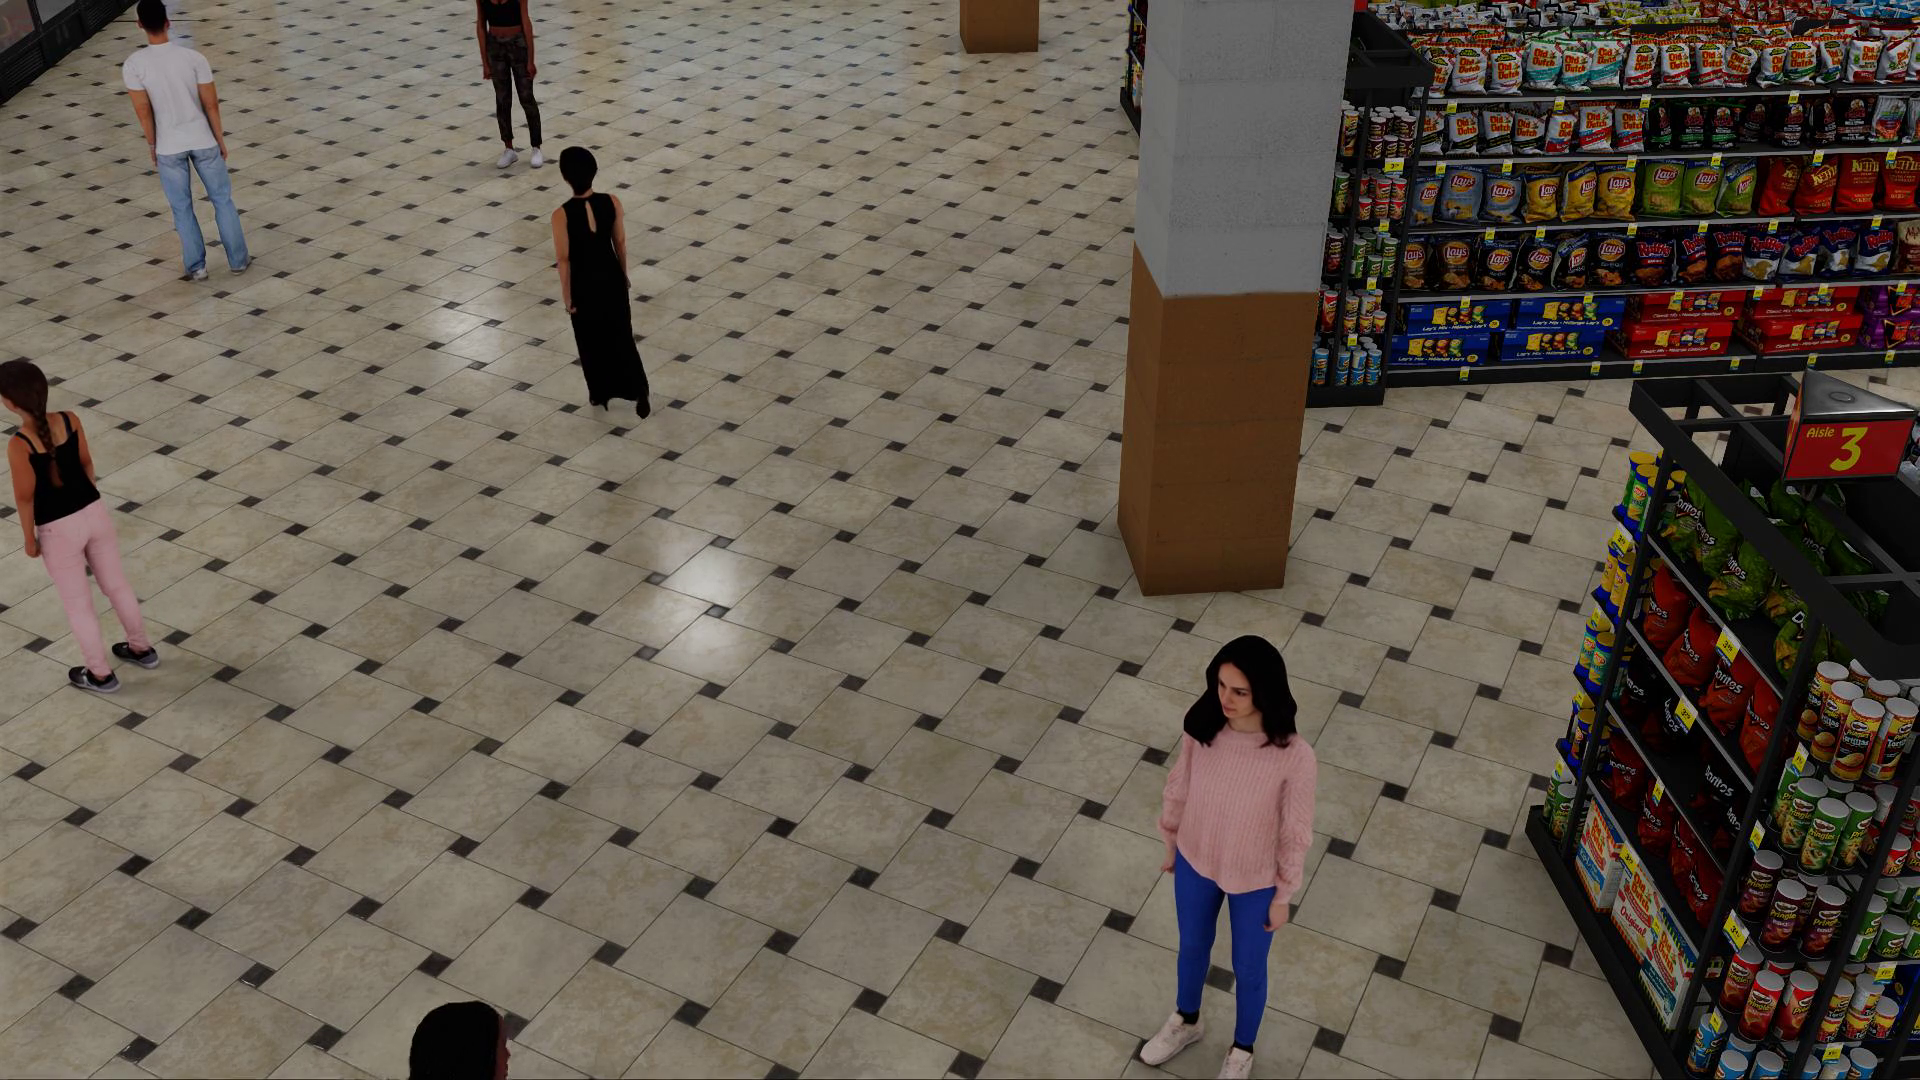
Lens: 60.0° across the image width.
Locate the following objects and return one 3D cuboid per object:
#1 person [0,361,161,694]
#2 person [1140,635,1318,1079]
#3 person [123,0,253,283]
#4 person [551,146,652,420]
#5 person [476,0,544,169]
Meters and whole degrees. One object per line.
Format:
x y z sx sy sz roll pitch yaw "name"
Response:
-3.771 -0.063 7.097 0.653 1.565 0.613 15 35 23 "person"
0.845 1.025 5.154 0.716 1.768 0.777 24 39 33 "person"
-5.084 -2.617 10.916 0.645 1.867 0.807 -15 35 -22 "person"
-1.965 -1.361 9.163 0.912 1.584 0.886 -20 37 -29 "person"
-3.491 -3.750 12.893 0.479 1.700 0.651 0 32 0 "person"
